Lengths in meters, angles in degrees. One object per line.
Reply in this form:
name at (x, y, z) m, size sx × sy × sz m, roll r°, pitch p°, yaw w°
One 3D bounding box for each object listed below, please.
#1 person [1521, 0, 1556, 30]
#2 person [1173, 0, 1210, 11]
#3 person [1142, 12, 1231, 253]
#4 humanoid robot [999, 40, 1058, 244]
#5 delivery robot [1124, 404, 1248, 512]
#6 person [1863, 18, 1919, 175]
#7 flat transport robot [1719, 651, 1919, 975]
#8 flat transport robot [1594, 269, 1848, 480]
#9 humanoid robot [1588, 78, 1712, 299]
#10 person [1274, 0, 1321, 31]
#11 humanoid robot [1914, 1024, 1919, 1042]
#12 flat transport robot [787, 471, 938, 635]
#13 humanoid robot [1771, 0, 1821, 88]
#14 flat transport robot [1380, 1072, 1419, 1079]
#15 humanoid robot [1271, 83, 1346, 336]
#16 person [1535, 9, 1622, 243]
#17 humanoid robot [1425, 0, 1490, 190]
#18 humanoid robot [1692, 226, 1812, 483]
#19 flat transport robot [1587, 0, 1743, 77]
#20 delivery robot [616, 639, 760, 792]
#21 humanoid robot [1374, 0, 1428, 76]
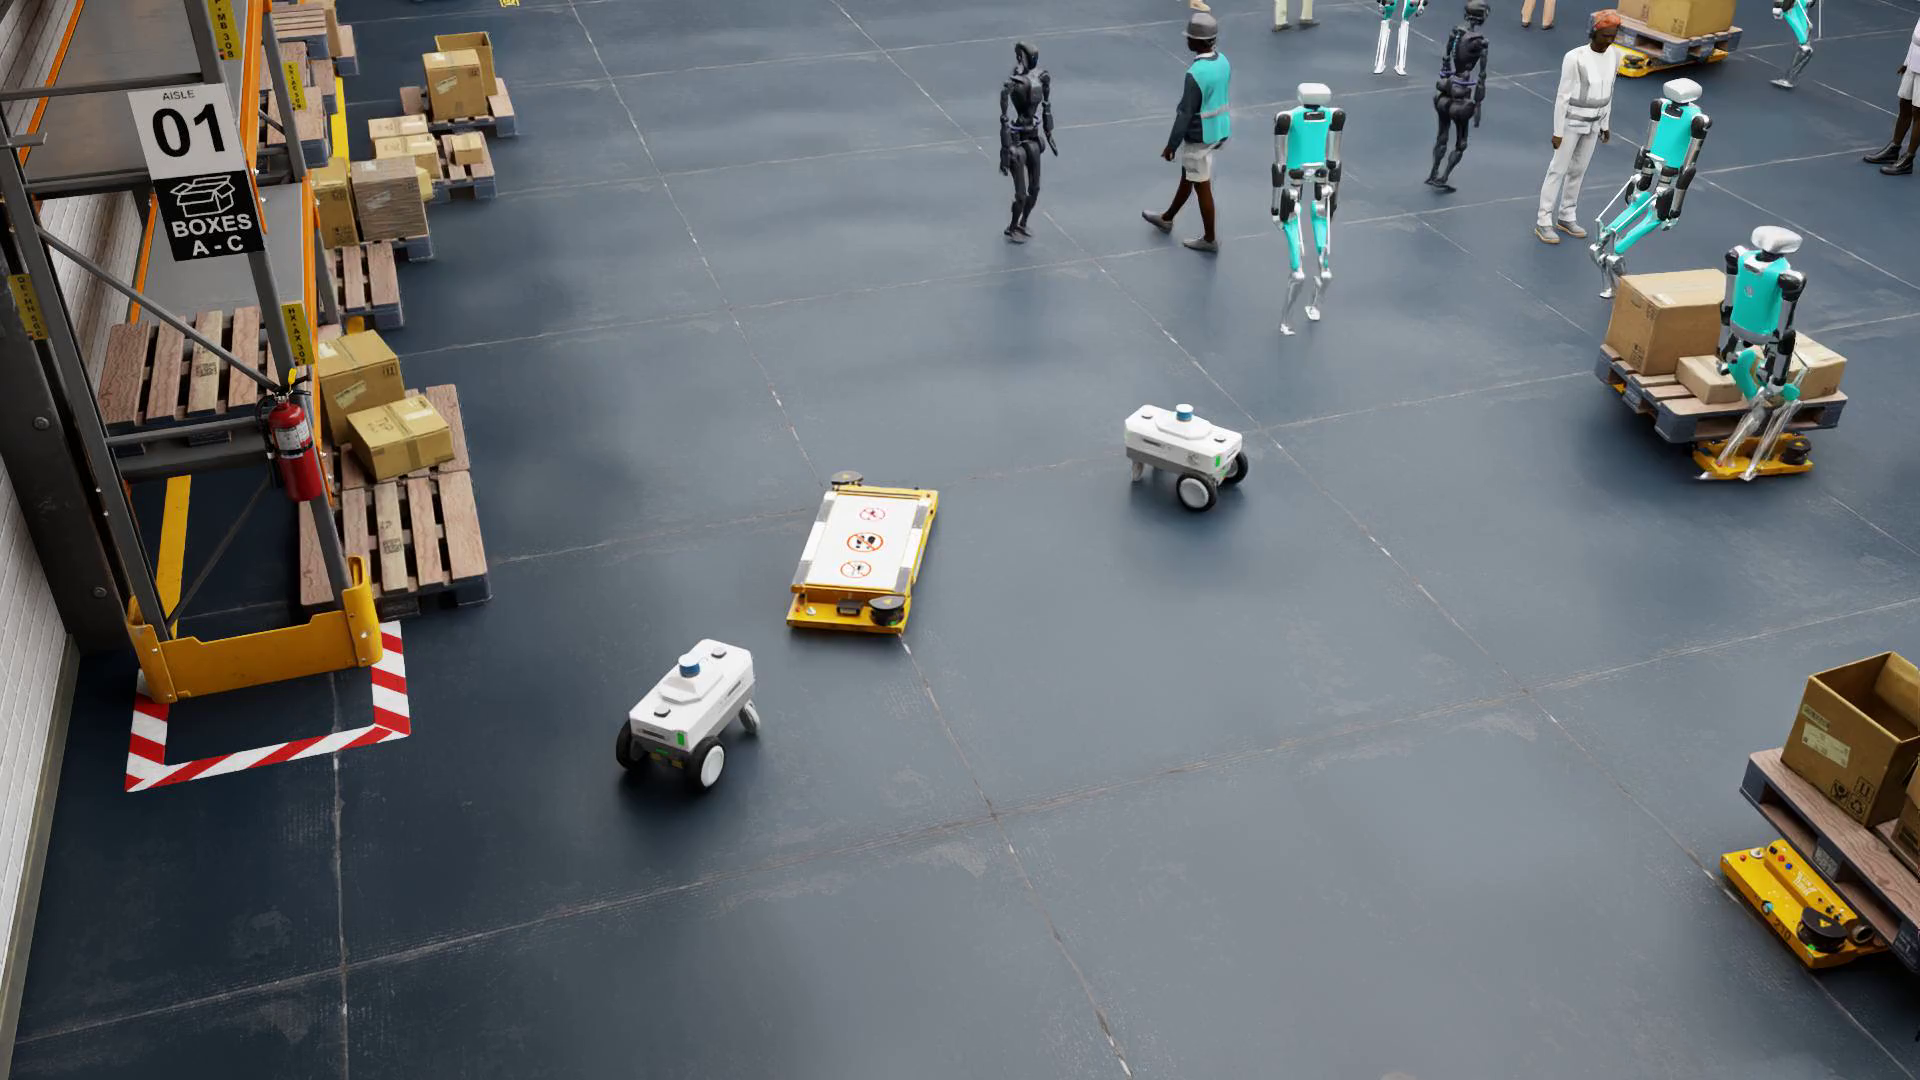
person at (6.658, -6.601, 18.704) m, size 0.478 × 1.665 × 0.391 m, roll 15°, pitch 36°, yaw 22°
person at (2.723, -7.098, 19.297) m, size 0.548 × 1.854 × 0.497 m, roll 26°, pitch 41°, yaw 34°
person at (1.807, -3.288, 13.396) m, size 0.846 × 1.905 × 0.577 m, roll 19°, pitch 38°, yaw 27°
humanoid robot at (0.543, -3.244, 13.550) m, size 0.589 × 1.662 × 0.327 m, roll -28°, pitch 42°, yaw -36°
delivery robot at (1.410, -0.574, 10.466) m, size 0.741 × 0.582 × 0.520 m, roll 21°, pitch 39°, yaw 29°
person at (8.565, -4.219, 14.813) m, size 0.370 × 1.927 × 0.542 m, roll 0°, pitch 33°, yaw 0°
flat transport robot at (4.277, 1.524, 7.521) m, size 1.431 × 0.231 × 0.659 m, roll -8°, pitch 34°, yaw -12°
flat transport robot at (5.016, -0.852, 11.166) m, size 0.659 × 0.231 × 1.431 m, roll -6°, pitch 34°, yaw -8°
humanoid robot at (4.984, -2.524, 12.264) m, size 0.735 × 1.677 × 0.533 m, roll -12°, pitch 35°, yaw -18°
person at (3.855, -6.663, 18.666) m, size 0.739 × 1.805 × 0.584 m, roll -25°, pitch 40°, yaw -33°
humanoid robot at (3.715, 1.776, 5.839) m, size 0.322 × 1.644 × 0.608 m, roll -23°, pitch 39°, yaw -30°
flat transport robot at (-0.548, 0.058, 9.770) m, size 0.659 × 0.231 × 1.431 m, roll 4°, pitch 33°, yaw 6°
humanoid robot at (8.569, -5.361, 16.829) m, size 0.541 × 1.879 × 0.746 m, roll -15°, pitch 36°, yaw -22°
flat transport robot at (1.736, 2.574, 5.911) m, size 0.659 × 0.231 × 1.431 m, roll 10°, pitch 34°, yaw 15°
humanoid robot at (2.587, -2.343, 12.136) m, size 0.530 × 1.795 × 0.799 m, roll -7°, pitch 34°, yaw -10°
person at (5.059, -3.363, 13.538) m, size 0.573 × 1.885 × 0.355 m, roll -14°, pitch 36°, yaw -21°
humanoid robot at (4.350, -3.887, 14.529) m, size 0.319 × 1.651 × 0.590 m, roll -14°, pitch 35°, yaw -20°
humanoid robot at (4.989, -1.134, 10.230) m, size 0.779 × 1.737 × 0.536 m, roll -14°, pitch 36°, yaw -20°
flat transport robot at (7.520, -5.255, 17.919) m, size 1.431 × 0.231 × 0.659 m, roll -16°, pitch 37°, yaw -23°
delivery robot at (-1.336, 0.856, 8.291) m, size 0.514 × 0.603 × 0.775 m, roll 14°, pitch 36°, yaw 21°
humanoid robot at (4.543, -5.647, 17.052) m, size 0.533 × 1.677 × 0.735 m, roll 6°, pitch 34°, yaw 10°
